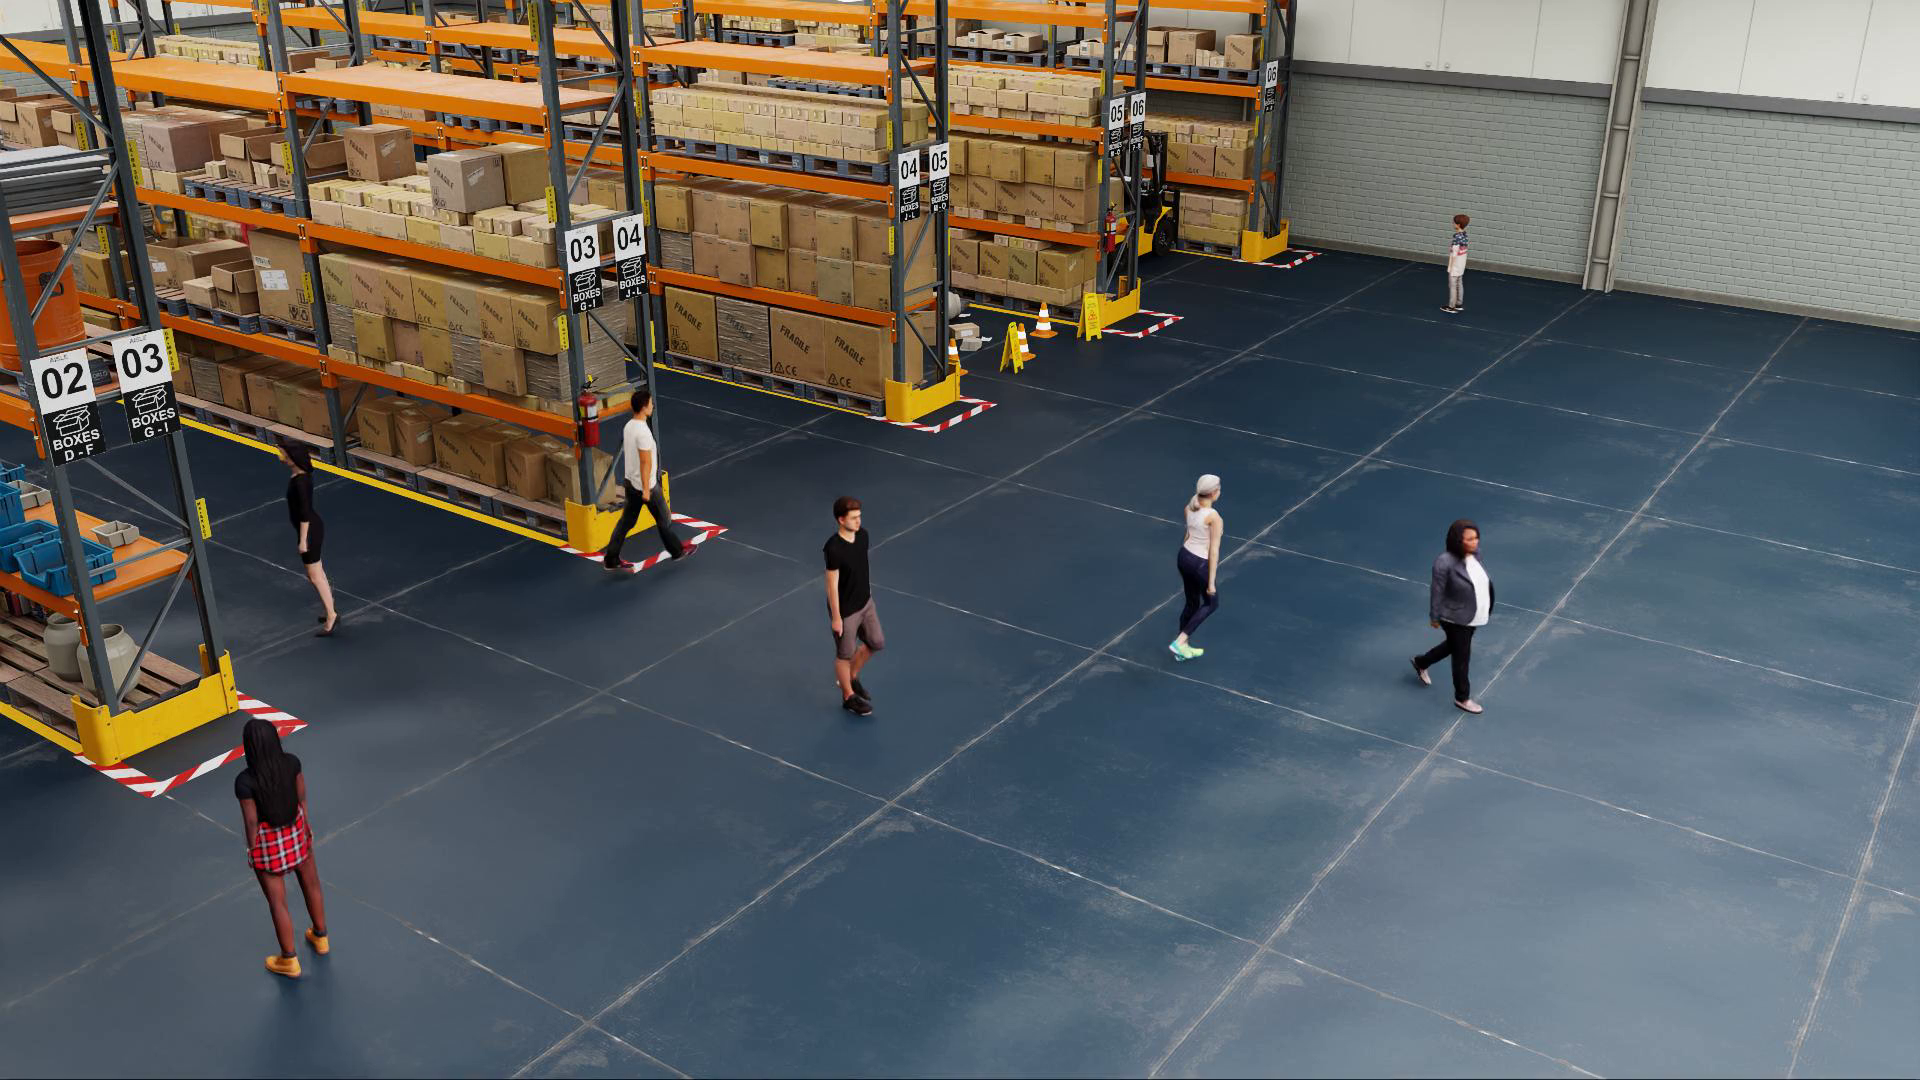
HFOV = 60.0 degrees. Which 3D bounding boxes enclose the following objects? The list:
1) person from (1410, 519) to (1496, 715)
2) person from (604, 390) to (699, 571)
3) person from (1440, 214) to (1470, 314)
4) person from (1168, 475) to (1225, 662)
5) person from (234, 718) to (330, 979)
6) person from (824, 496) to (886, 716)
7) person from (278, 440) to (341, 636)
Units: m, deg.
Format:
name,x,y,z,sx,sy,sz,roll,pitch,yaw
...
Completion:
name,x,y,z,sx,sy,sz,roll,pitch,yaw
person,3.977,0.565,13.437,0.793,1.573,1.064,-20,30,-39
person,-3.102,-0.501,15.723,0.988,1.746,1.190,-15,27,-31
person,7.352,-4.095,24.568,0.501,1.438,0.522,19,29,37
person,1.927,0.282,13.964,0.860,1.683,0.800,-13,26,-28
person,-4.161,1.861,10.191,0.601,1.729,0.609,13,26,29
person,-0.936,0.492,13.246,0.628,1.858,0.670,15,27,31
person,-5.683,-0.029,14.548,0.766,1.798,0.673,-4,23,-9
